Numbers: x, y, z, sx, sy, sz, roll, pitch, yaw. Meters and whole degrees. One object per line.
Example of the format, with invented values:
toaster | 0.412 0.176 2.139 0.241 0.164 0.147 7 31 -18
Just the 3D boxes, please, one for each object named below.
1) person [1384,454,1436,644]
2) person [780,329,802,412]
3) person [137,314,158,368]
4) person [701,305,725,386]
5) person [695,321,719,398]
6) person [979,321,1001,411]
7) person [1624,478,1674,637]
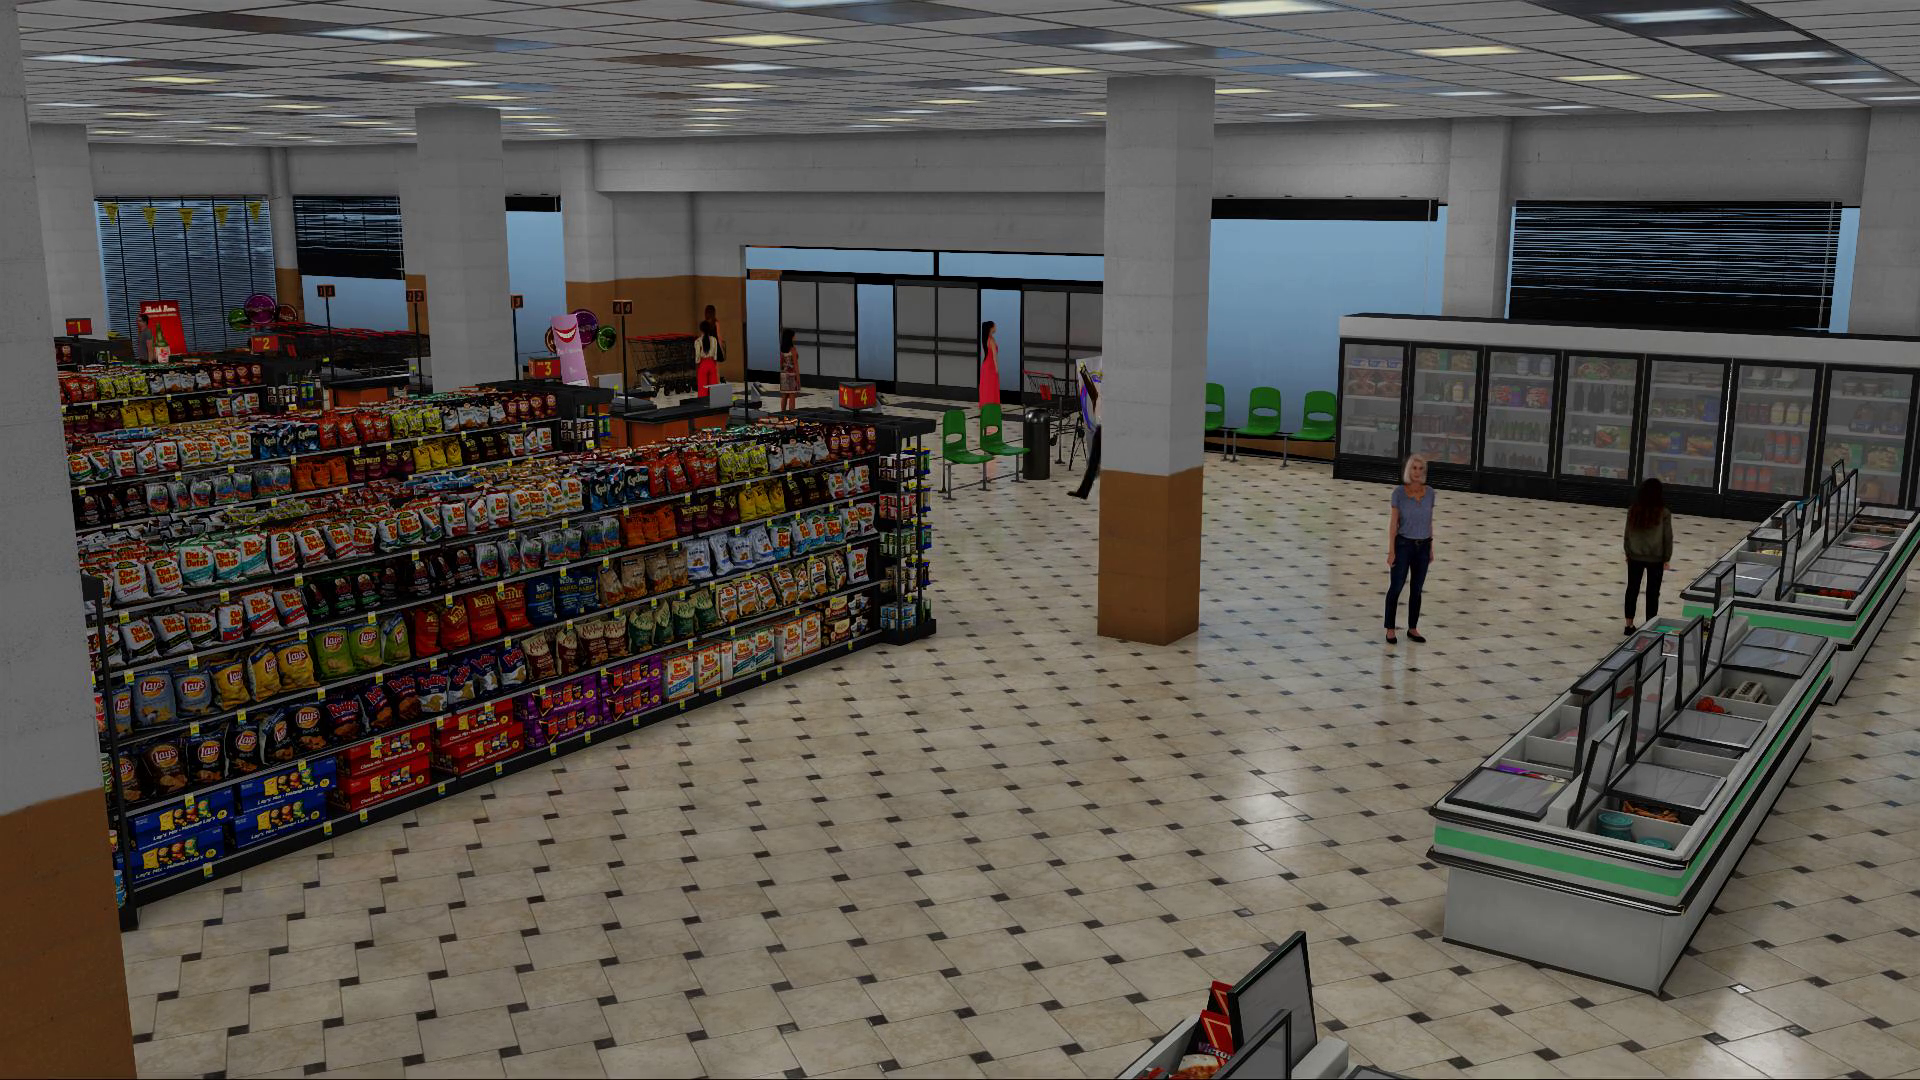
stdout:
person | 4.074 0.069 15.031 0.655 1.720 0.713 -2 12 -9
person | -3.005 -2.887 29.254 0.602 1.644 0.694 -11 16 -42
person | -15.263 -3.383 31.371 0.932 1.744 0.759 -10 16 -40
person | -4.858 -3.681 32.564 0.657 1.834 0.650 3 12 12
person | -4.442 -2.948 29.180 0.594 1.794 0.728 -8 14 -32
person | 0.538 -3.097 30.049 0.712 1.727 0.704 -6 14 -28
person | 6.276 0.156 15.208 0.588 1.477 0.528 10 15 39
